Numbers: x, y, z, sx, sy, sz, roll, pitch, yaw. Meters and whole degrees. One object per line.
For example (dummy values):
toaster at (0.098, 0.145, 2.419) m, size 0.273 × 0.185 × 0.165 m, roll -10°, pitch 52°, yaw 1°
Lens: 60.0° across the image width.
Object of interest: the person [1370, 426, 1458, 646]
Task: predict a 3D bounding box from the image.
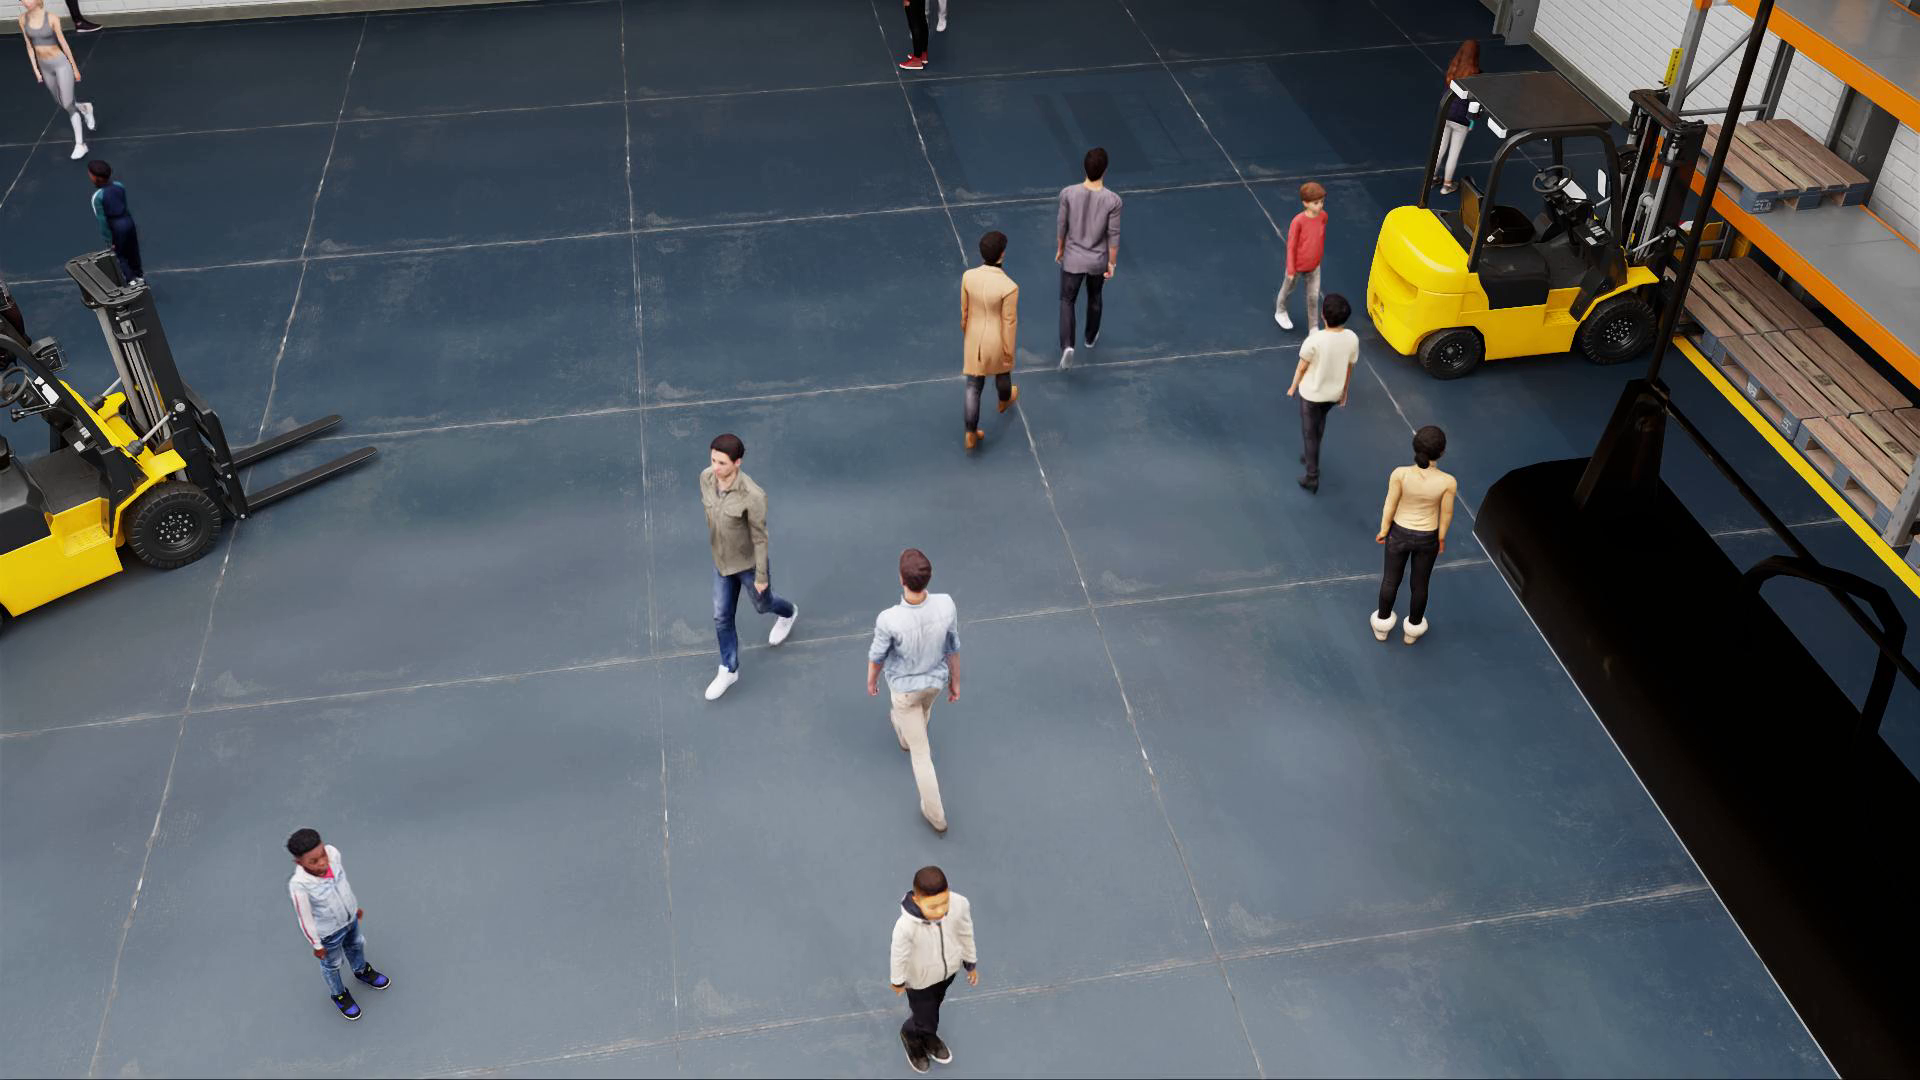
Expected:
person at (2.928, -0.023, 10.728) m, size 0.683 × 1.658 × 0.687 m, roll 11°, pitch 40°, yaw 14°

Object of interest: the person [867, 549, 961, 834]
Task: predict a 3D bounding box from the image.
person at (-0.214, 0.895, 9.469) m, size 0.873 × 1.796 × 1.266 m, roll -15°, pitch 41°, yaw -18°

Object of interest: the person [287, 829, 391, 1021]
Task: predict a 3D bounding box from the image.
person at (-3.244, 1.939, 8.591) m, size 0.629 × 1.260 × 0.557 m, roll 18°, pitch 42°, yaw 21°

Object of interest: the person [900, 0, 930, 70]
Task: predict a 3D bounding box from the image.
person at (-0.484, -6.009, 18.211) m, size 0.744 × 1.675 × 0.638 m, roll 13°, pitch 40°, yaw 16°

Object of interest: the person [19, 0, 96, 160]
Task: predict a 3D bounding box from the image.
person at (-8.977, -4.719, 16.591) m, size 0.686 × 1.681 × 1.059 m, roll 0°, pitch 39°, yaw 0°

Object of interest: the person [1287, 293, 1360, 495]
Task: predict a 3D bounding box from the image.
person at (2.650, -1.019, 12.045) m, size 0.658 × 1.573 × 0.725 m, roll -14°, pitch 41°, yaw -17°

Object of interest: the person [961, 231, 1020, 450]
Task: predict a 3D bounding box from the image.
person at (0.176, -1.460, 12.511) m, size 1.063 × 1.679 × 1.224 m, roll 16°, pitch 41°, yaw 19°

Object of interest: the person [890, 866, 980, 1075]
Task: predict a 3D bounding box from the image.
person at (-0.194, 2.074, 8.277) m, size 0.677 × 1.441 × 0.712 m, roll -28°, pitch 46°, yaw -31°

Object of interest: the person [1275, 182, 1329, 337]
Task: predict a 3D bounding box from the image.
person at (2.818, -2.333, 13.842) m, size 0.657 × 1.383 × 0.953 m, roll -13°, pitch 41°, yaw -16°

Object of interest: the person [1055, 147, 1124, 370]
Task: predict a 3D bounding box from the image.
person at (0.996, -2.230, 13.361) m, size 0.881 × 1.821 × 1.131 m, roll 6°, pitch 39°, yaw 7°

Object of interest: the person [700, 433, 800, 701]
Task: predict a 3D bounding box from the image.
person at (-1.315, 0.071, 10.465) m, size 1.165 × 1.840 × 1.254 m, roll 21°, pitch 43°, yaw 24°

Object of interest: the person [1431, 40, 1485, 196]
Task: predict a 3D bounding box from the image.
person at (4.739, -4.050, 15.897) m, size 0.713 × 1.500 × 0.628 m, roll -23°, pitch 44°, yaw -26°

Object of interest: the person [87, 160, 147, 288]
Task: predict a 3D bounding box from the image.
person at (-7.270, -2.704, 14.409) m, size 0.674 × 1.255 × 0.604 m, roll 16°, pitch 41°, yaw 19°
